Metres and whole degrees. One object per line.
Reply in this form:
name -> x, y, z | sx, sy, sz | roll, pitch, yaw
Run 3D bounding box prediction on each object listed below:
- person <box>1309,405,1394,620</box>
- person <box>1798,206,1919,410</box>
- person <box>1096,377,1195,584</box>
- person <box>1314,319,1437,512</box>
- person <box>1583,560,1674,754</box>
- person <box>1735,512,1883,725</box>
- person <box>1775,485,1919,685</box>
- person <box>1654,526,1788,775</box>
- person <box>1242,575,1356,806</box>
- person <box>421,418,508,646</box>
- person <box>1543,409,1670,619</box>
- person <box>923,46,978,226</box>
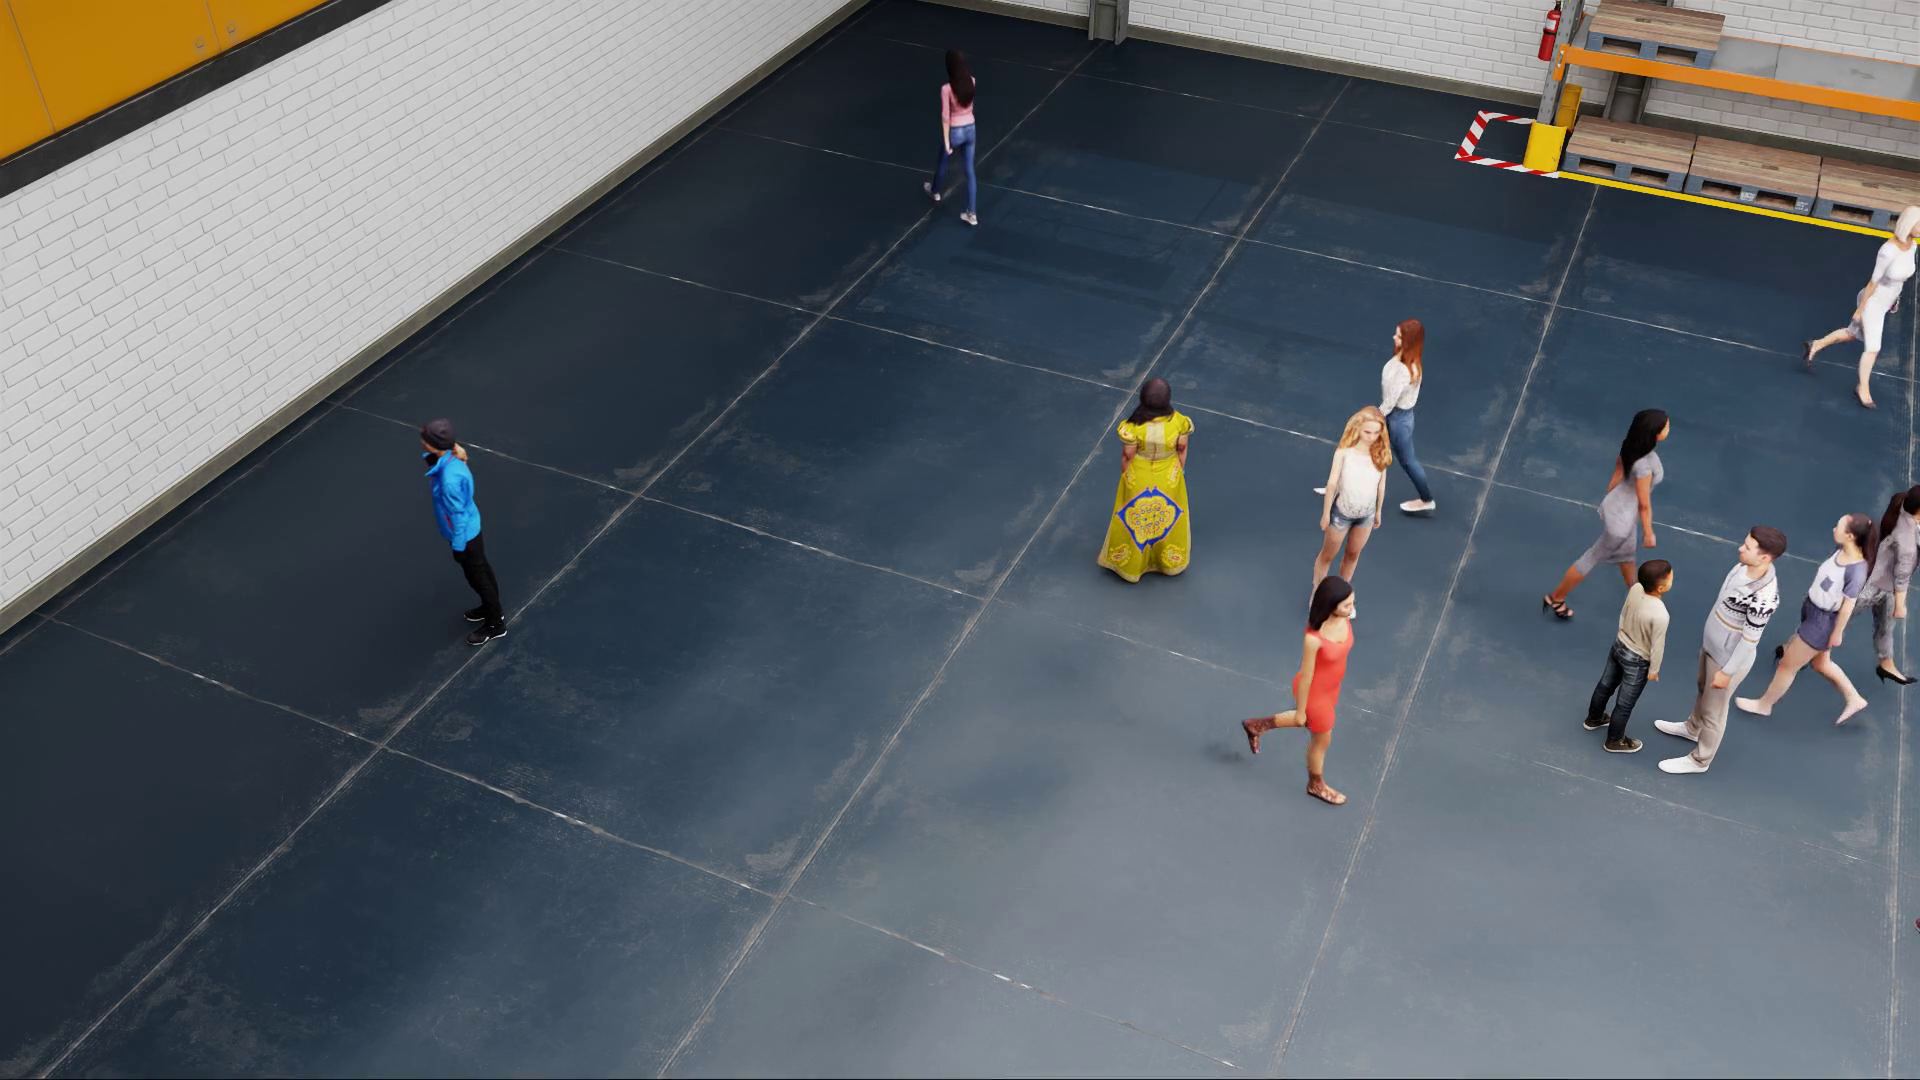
person -> 2.671, -0.190, 11.385 | 0.613, 1.757, 0.715 | -5, 39, -6
person -> 7.430, -1.970, 13.643 | 0.919, 1.720, 1.147 | -25, 45, -28
person -> 1.349, -0.431, 11.765 | 0.948, 1.660, 1.056 | -5, 39, -6
person -> 3.312, -0.858, 12.284 | 1.208, 1.680, 0.832 | 6, 39, 7
person -> 4.239, 0.714, 10.487 | 0.682, 1.465, 0.633 | -10, 40, -12
person -> 5.593, 0.545, 10.575 | 1.033, 1.618, 0.690 | 10, 40, 12
person -> 5.861, 0.313, 10.873 | 1.115, 1.609, 0.628 | 14, 41, 17
person -> 4.735, 0.661, 10.235 | 0.635, 1.861, 0.722 | 9, 39, 11
person -> 2.090, 0.885, 10.087 | 1.022, 1.697, 0.680 | 24, 44, 27
person -> -3.333, -0.061, 11.192 | 0.721, 1.795, 0.690 | -8, 39, -10
person -> 4.377, -0.125, 11.314 | 1.108, 1.744, 0.765 | 7, 39, 9
person -> 0.043, -3.866, 16.026 | 0.958, 1.709, 1.127 | -20, 43, -23
